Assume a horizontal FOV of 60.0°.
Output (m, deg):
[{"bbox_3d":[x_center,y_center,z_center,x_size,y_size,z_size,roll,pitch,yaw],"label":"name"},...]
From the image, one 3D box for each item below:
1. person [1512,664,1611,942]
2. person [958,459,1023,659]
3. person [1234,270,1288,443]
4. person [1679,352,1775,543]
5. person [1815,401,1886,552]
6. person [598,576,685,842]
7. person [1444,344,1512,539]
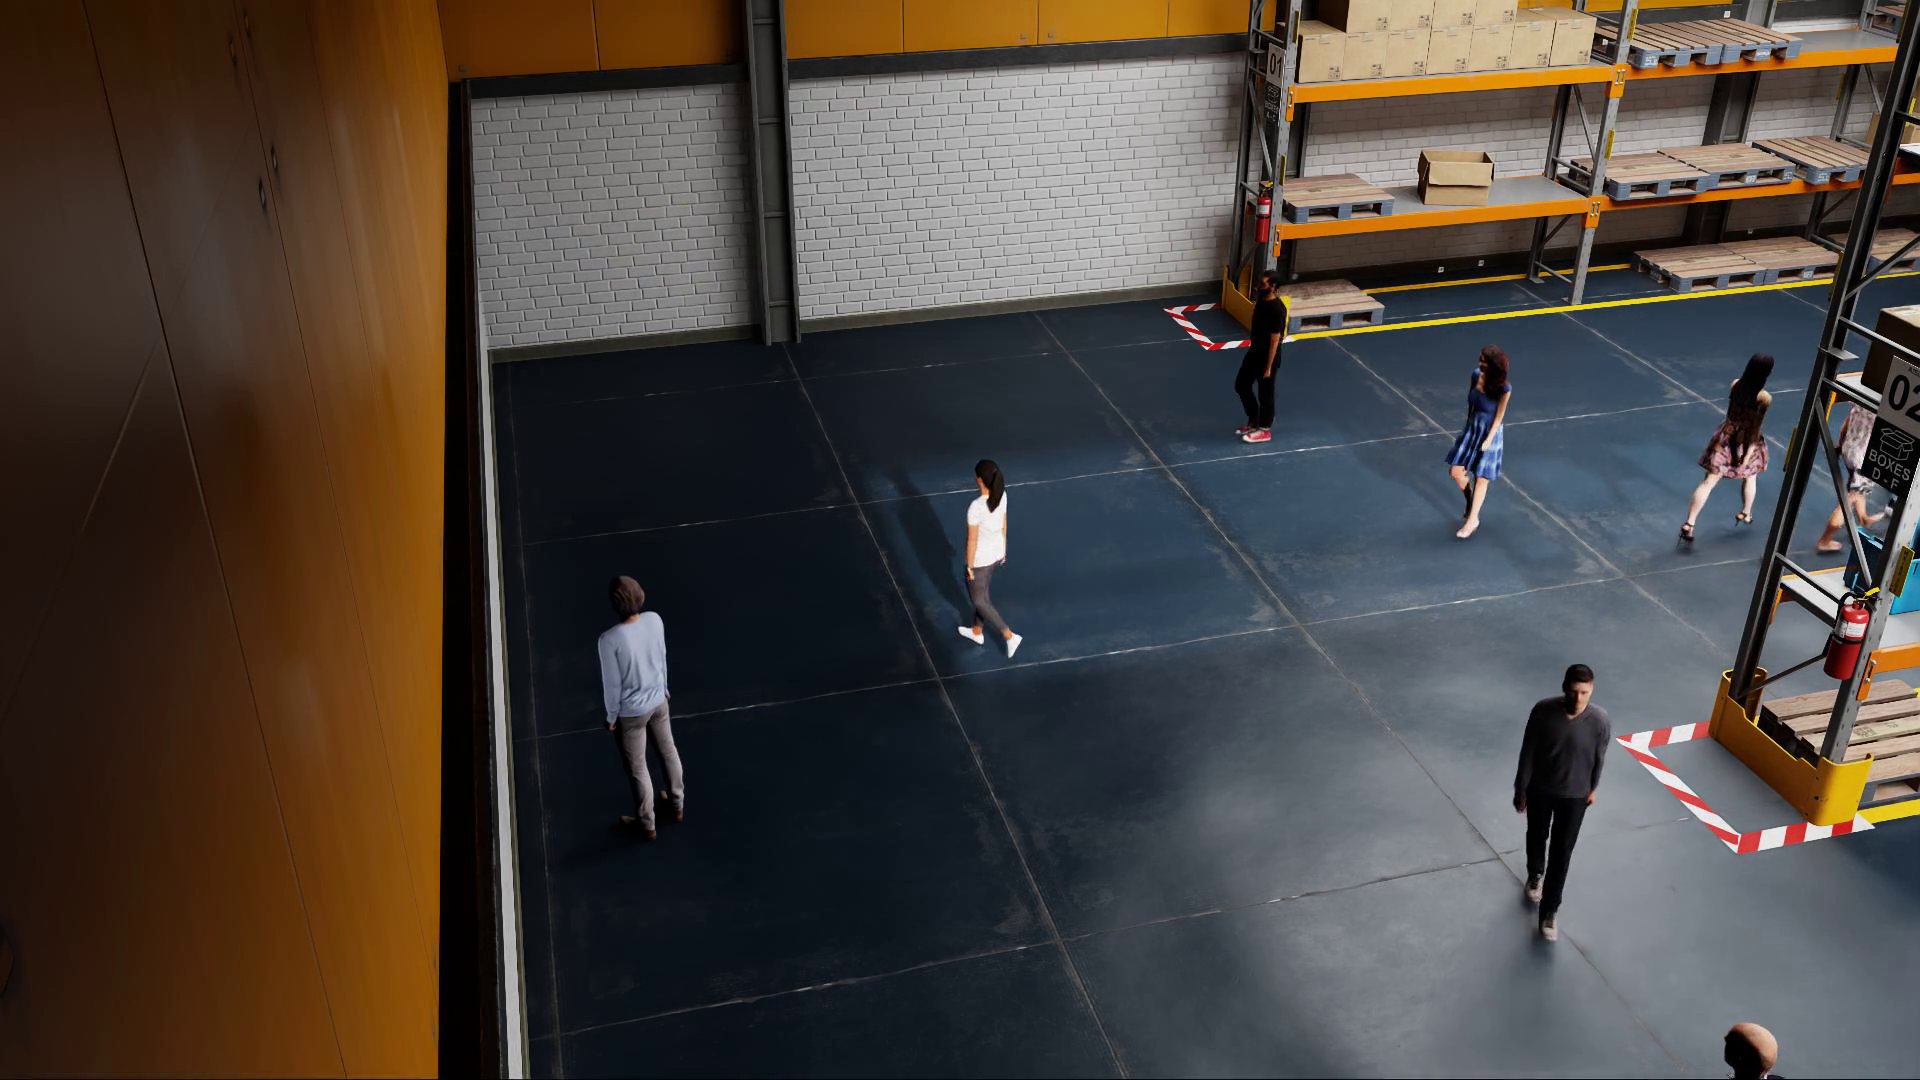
[{"bbox_3d":[3.627,1.467,10.108,0.978,1.740,0.985,10,30,17],"label":"person"},{"bbox_3d":[0.246,0.160,12.620,0.933,1.629,0.972,24,37,37],"label":"person"},{"bbox_3d":[3.004,-1.773,16.034,0.582,1.753,0.635,-7,29,-13],"label":"person"},{"bbox_3d":[6.534,-0.740,14.173,1.254,1.720,0.877,-17,33,-28],"label":"person"},{"bbox_3d":[7.586,-0.706,14.049,1.057,1.780,0.688,-9,30,-16],"label":"person"},{"bbox_3d":[-2.050,1.066,10.682,0.804,1.893,0.691,25,37,38],"label":"person"},{"bbox_3d":[4.533,-0.845,14.288,0.809,1.795,0.752,-15,32,-25],"label":"person"}]
